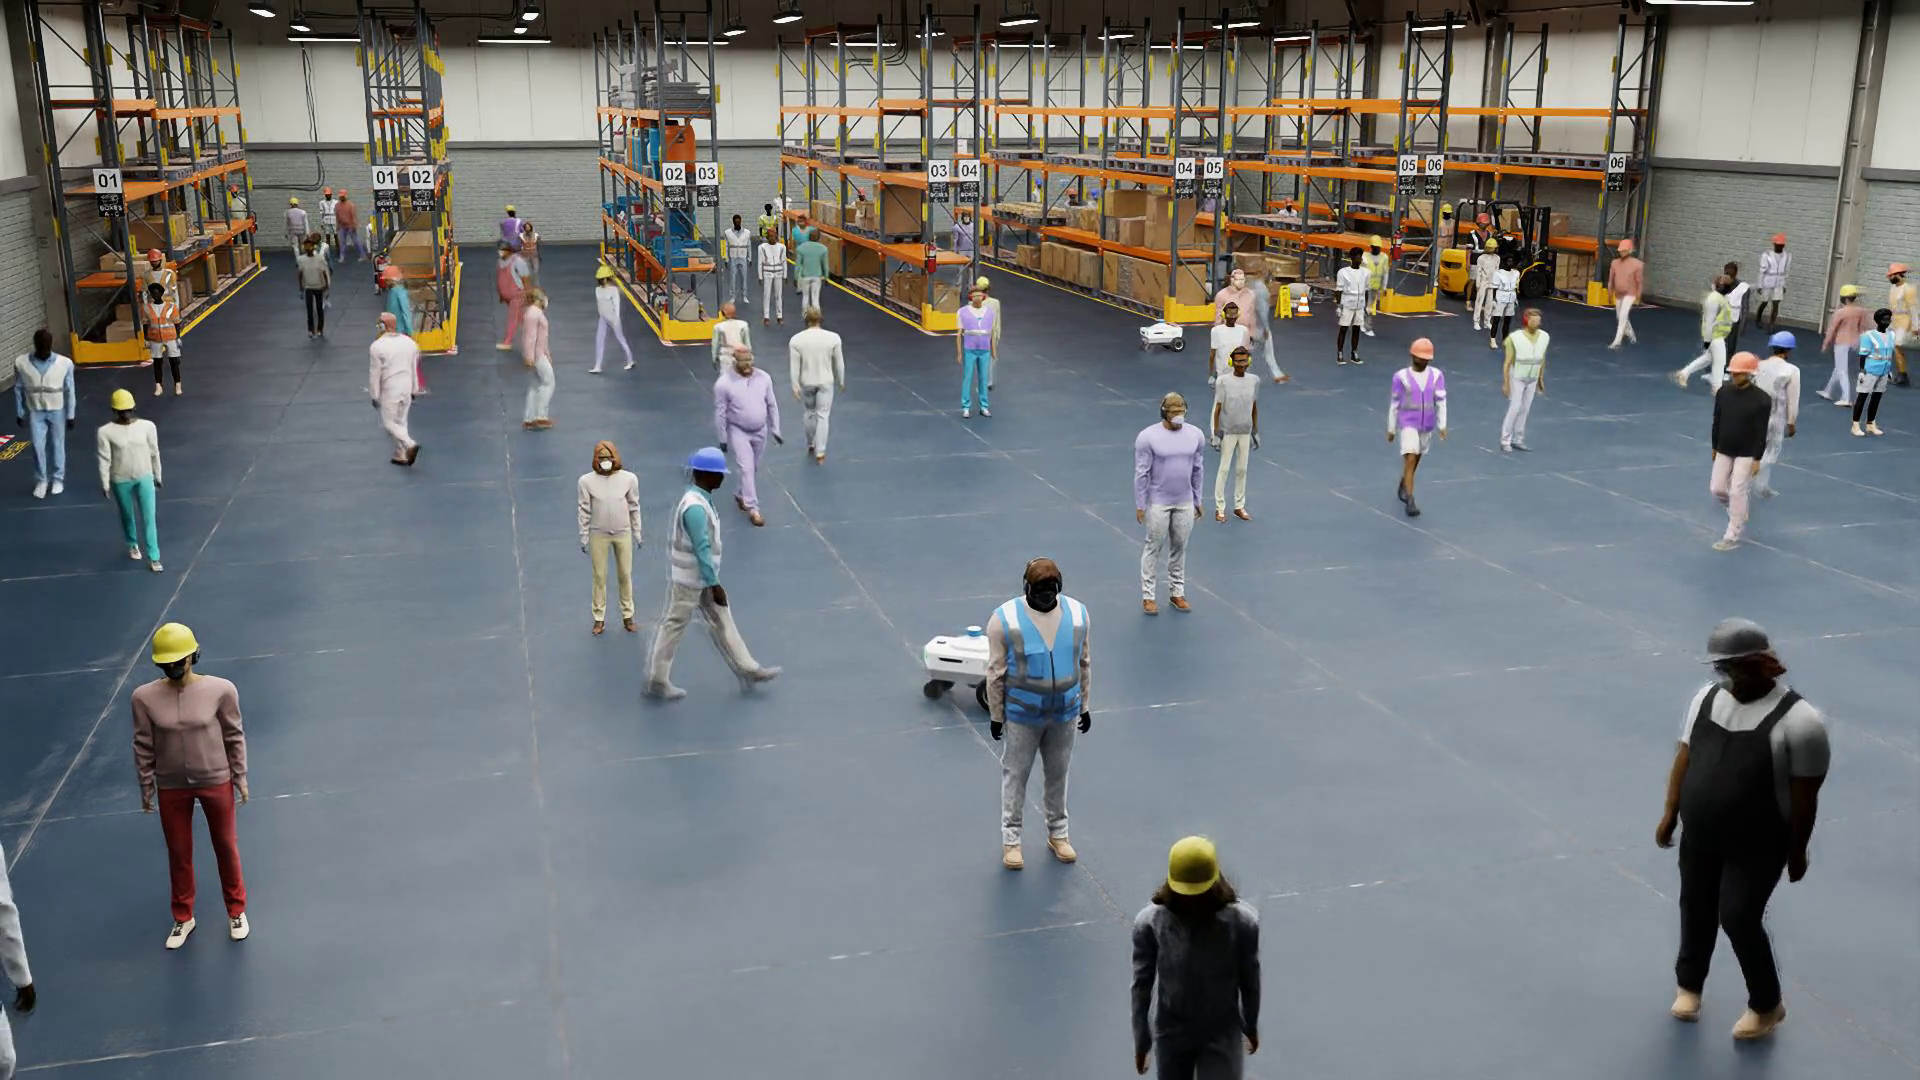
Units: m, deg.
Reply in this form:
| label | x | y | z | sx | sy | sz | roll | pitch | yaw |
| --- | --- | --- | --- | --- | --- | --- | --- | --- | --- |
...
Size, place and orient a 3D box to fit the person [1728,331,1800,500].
| label | x | y | z | sx | sy | sz | roll | pitch | yaw |
| --- | --- | --- | --- | --- | --- | --- | --- | --- | --- |
| person | 8.779 | -1.326 | 18.190 | 0.818 | 1.910 | 0.586 | -5 | 16 | -19 |

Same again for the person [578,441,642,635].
| label | x | y | z | sx | sy | sz | roll | pitch | yaw |
| --- | --- | --- | --- | --- | --- | --- | --- | --- | --- |
| person | -2.897 | -0.024 | 13.807 | 0.509 | 1.632 | 0.267 | -4 | 15 | -15 |

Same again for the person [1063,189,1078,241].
| label | x | y | z | sx | sy | sz | roll | pitch | yaw |
| --- | --- | --- | --- | --- | --- | --- | --- | --- | --- |
| person | 3.140 | -8.872 | 46.590 | 0.553 | 1.903 | 0.826 | -1 | 15 | -4 |

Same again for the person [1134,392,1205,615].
| label | x | y | z | sx | sy | sz | roll | pitch | yaw |
| --- | --- | --- | --- | --- | --- | --- | --- | --- | --- |
| person | 1.806 | -0.318 | 14.331 | 0.638 | 1.937 | 0.356 | -4 | 15 | -15 |

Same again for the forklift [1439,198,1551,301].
| label | x | y | z | sx | sy | sz | roll | pitch | yaw |
| --- | --- | --- | --- | --- | --- | --- | --- | --- | --- |
| forklift | 11.913 | -6.508 | 37.130 | 2.313 | 2.155 | 1.214 | -4 | 15 | -15 |

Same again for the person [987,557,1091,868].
| label | x | y | z | sx | sy | sz | roll | pitch | yaw |
| --- | --- | --- | --- | --- | --- | --- | --- | --- | --- |
| person | 0.469 | 0.989 | 9.598 | 0.637 | 1.842 | 0.429 | -4 | 15 | -15 |

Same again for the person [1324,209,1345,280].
| label | x | y | z | sx | sy | sz | roll | pitch | yaw |
| --- | --- | --- | --- | --- | --- | --- | --- | --- | --- |
| person | 9.164 | -7.208 | 40.632 | 0.494 | 1.743 | 0.307 | -4 | 15 | -15 |

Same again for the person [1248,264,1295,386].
| label | x | y | z | sx | sy | sz | roll | pitch | yaw |
| --- | --- | --- | --- | --- | --- | --- | --- | --- | --- |
| person | 4.685 | -3.298 | 25.667 | 1.009 | 1.865 | 0.689 | 3 | 15 | 10 |

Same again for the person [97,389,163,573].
| label | x | y | z | sx | sy | sz | roll | pitch | yaw |
| --- | --- | --- | --- | --- | --- | --- | --- | --- | --- |
| person | -7.871 | -0.590 | 15.794 | 0.541 | 1.724 | 0.911 | -9 | 18 | -32 |

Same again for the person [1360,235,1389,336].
| label | x | y | z | sx | sy | sz | roll | pitch | yaw |
| --- | --- | --- | --- | --- | --- | --- | --- | --- | --- |
| person | 7.742 | -4.831 | 31.450 | 0.588 | 1.885 | 0.929 | -3 | 15 | -11 |

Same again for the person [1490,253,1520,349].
| label | x | y | z | sx | sy | sz | roll | pitch | yaw |
| --- | --- | --- | --- | --- | --- | --- | --- | --- | --- |
| person | 9.699 | -4.251 | 29.593 | 0.542 | 1.695 | 0.316 | -4 | 15 | -15 |

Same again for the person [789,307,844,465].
| label | x | y | z | sx | sy | sz | roll | pitch | yaw |
| --- | --- | --- | --- | --- | --- | --- | --- | --- | --- |
| person | -1.745 | -1.919 | 20.440 | 0.645 | 1.890 | 0.973 | 1 | 15 | 3 |

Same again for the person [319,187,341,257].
| label | x | y | z | sx | sy | sz | roll | pitch | yaw |
| --- | --- | --- | --- | --- | --- | --- | --- | --- | --- |
| person | -17.652 | -8.910 | 46.664 | 0.553 | 1.935 | 0.362 | -4 | 15 | -15 |

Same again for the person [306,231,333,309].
| label | x | y | z | sx | sy | sz | roll | pitch | yaw |
| --- | --- | --- | --- | --- | --- | --- | --- | --- | --- |
| person | -13.549 | -5.708 | 35.200 | 0.537 | 1.623 | 0.392 | -8 | 17 | -26 |

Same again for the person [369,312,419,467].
| label | x | y | z | sx | sy | sz | roll | pitch | yaw |
| --- | --- | --- | --- | --- | --- | --- | --- | --- | --- |
| person | -6.757 | -1.787 | 19.960 | 0.685 | 1.896 | 0.657 | 10 | 18 | 32 |

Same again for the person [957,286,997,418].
| label | x | y | z | sx | sy | sz | roll | pitch | yaw |
| --- | --- | --- | --- | --- | --- | --- | --- | --- | --- |
| person | 0.229 | -2.630 | 23.205 | 0.575 | 1.843 | 0.374 | -4 | 15 | -15 |

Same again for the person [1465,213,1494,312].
| label | x | y | z | sx | sy | sz | roll | pitch | yaw |
| --- | --- | --- | --- | --- | --- | --- | --- | --- | --- |
| person | 10.844 | -5.780 | 34.681 | 0.616 | 2.041 | 0.379 | -4 | 15 | -15 |

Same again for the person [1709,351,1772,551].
| label | x | y | z | sx | sy | sz | roll | pitch | yaw |
| --- | --- | --- | --- | --- | --- | --- | --- | --- | --- |
| person | 7.685 | -0.889 | 16.397 | 0.579 | 1.978 | 0.622 | -9 | 17 | -30 |

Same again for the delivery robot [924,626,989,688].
| label | x | y | z | sx | sy | sz | roll | pitch | yaw |
| --- | --- | --- | --- | --- | --- | --- | --- | --- | --- |
| delivery robot | 0.103 | 0.880 | 12.292 | 0.707 | 0.478 | 0.477 | 5 | 16 | 20 |

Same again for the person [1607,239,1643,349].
| label | x | y | z | sx | sy | sz | roll | pitch | yaw |
| --- | --- | --- | --- | --- | --- | --- | --- | --- | --- |
| person | 11.914 | -4.410 | 29.719 | 0.954 | 1.955 | 0.628 | -12 | 19 | -38 |

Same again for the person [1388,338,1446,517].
| label | x | y | z | sx | sy | sz | roll | pitch | yaw |
| --- | --- | --- | --- | --- | --- | --- | --- | --- | --- |
| person | 4.936 | -1.258 | 17.986 | 0.544 | 1.879 | 1.027 | -2 | 15 | -6 |

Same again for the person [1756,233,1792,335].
| label | x | y | z | sx | sy | sz | roll | pitch | yaw |
| --- | --- | --- | --- | --- | --- | --- | --- | --- | --- |
| person | 15.415 | -4.888 | 31.587 | 0.557 | 1.911 | 0.802 | 3 | 15 | 10 |

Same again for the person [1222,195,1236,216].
| label | x | y | z | sx | sy | sz | roll | pitch | yaw |
| --- | --- | --- | --- | --- | --- | --- | --- | --- | --- |
| person | 8.003 | -9.651 | 49.631 | 0.520 | 1.843 | 0.330 | -4 | 15 | -15 |

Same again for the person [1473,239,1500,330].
| label | x | y | z | sx | sy | sz | roll | pitch | yaw |
| --- | --- | --- | --- | --- | --- | --- | --- | --- | --- |
| person | 10.176 | -4.927 | 32.049 | 0.494 | 1.741 | 0.312 | -4 | 15 | -15 |

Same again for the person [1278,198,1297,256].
| label | x | y | z | sx | sy | sz | roll | pitch | yaw |
| --- | --- | --- | --- | --- | --- | --- | --- | --- | --- |
| person | 8.846 | -8.342 | 44.876 | 0.575 | 1.749 | 0.335 | -4 | 15 | -15 |

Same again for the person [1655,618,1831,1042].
| label | x | y | z | sx | sy | sz | roll | pitch | yaw |
| --- | --- | --- | --- | --- | --- | --- | --- | --- | --- |
| person | 3.681 | 1.342 | 7.885 | 0.542 | 2.000 | 0.729 | -9 | 18 | -32 |

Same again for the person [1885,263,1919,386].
| label | x | y | z | sx | sy | sz | roll | pitch | yaw |
| --- | --- | --- | --- | --- | --- | --- | --- | --- | --- |
| person | 14.547 | -3.330 | 25.746 | 0.581 | 1.890 | 0.559 | 2 | 15 | 6 |

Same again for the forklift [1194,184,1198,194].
| label | x | y | z | sx | sy | sz | roll | pitch | yaw |
| --- | --- | --- | --- | --- | --- | --- | --- | --- | --- |
| forklift | 7.392 | -11.333 | 53.972 | 1.873 | 2.768 | 1.129 | -4 | 15 | -15 |

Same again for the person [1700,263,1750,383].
| label | x | y | z | sx | sy | sz | roll | pitch | yaw |
| --- | --- | --- | --- | --- | --- | --- | --- | --- | --- |
| person | 11.951 | -3.376 | 25.959 | 0.616 | 1.866 | 0.985 | 12 | 19 | 37 |

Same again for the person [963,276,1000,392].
| label | x | y | z | sx | sy | sz | roll | pitch | yaw |
| --- | --- | --- | --- | --- | --- | --- | --- | --- | --- |
| person | 0.309 | -3.111 | 25.202 | 0.534 | 1.751 | 0.566 | -6 | 16 | -21 |

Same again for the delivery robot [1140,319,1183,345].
| label | x | y | z | sx | sy | sz | roll | pitch | yaw |
| --- | --- | --- | --- | --- | --- | --- | --- | --- | --- |
| delivery robot | 3.548 | -3.640 | 29.303 | 0.707 | 0.478 | 0.477 | -4 | 15 | -15 |

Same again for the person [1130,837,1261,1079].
| label | x | y | z | sx | sy | sz | roll | pitch | yaw |
| --- | --- | --- | --- | --- | --- | --- | --- | --- | --- |
| person | 0.893 | 1.914 | 6.368 | 0.494 | 1.696 | 0.827 | 3 | 15 | 10 |

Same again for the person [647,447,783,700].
| label | x | y | z | sx | sy | sz | roll | pitch | yaw |
| --- | --- | --- | --- | --- | --- | --- | --- | --- | --- |
| person | -1.862 | 0.260 | 12.244 | 1.044 | 1.875 | 0.650 | 0 | 15 | 1 |

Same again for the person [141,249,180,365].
| label | x | y | z | sx | sy | sz | roll | pitch | yaw |
| --- | --- | --- | --- | --- | --- | --- | --- | --- | --- |
| person | -13.318 | -3.881 | 27.738 | 0.553 | 1.935 | 0.362 | -4 | 15 | -15 |

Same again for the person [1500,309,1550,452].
| label | x | y | z | sx | sy | sz | roll | pitch | yaw |
| --- | --- | --- | --- | --- | --- | --- | --- | --- | --- |
| person | 7.083 | -1.999 | 20.911 | 0.575 | 1.814 | 0.469 | -5 | 16 | -18 |

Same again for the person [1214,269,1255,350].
| label | x | y | z | sx | sy | sz | roll | pitch | yaw |
| --- | --- | --- | --- | --- | --- | --- | --- | --- | --- |
| person | 4.098 | -3.062 | 24.719 | 0.655 | 1.904 | 0.407 | -4 | 15 | -15 |
